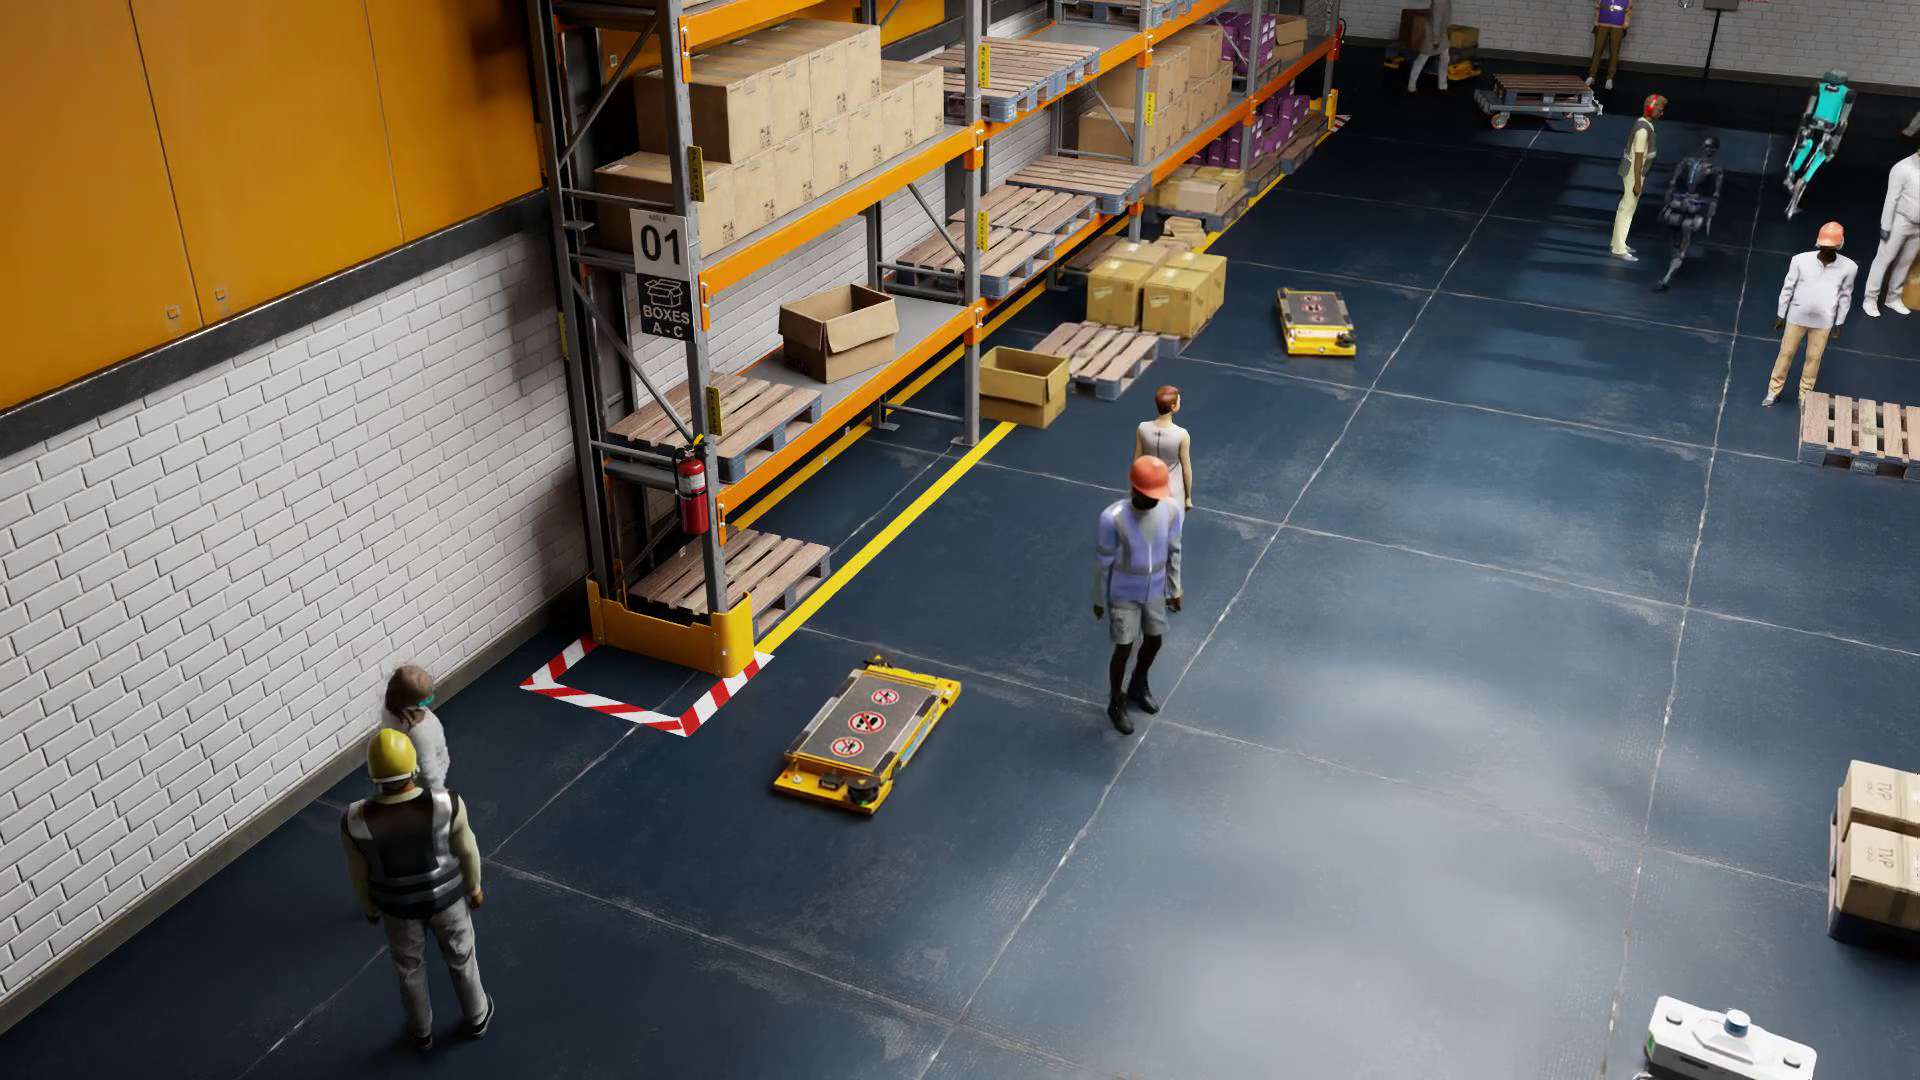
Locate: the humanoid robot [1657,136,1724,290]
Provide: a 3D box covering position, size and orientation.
[{"bbox_3d":[7.738,-3.501,17.798,0.738,1.619,0.610,-22,35,-35],"label":"humanoid robot"}]

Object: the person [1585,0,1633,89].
[{"bbox_3d":[10.127,-8.013,25.845,0.535,1.922,0.435,17,33,28],"label":"person"}]

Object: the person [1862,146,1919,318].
[{"bbox_3d":[9.702,-3.219,16.978,0.641,1.904,0.404,-5,29,-9],"label":"person"}]

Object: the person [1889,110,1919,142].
[{"bbox_3d":[13.505,-6.290,22.769,0.994,1.822,0.549,13,31,23],"label":"person"}]

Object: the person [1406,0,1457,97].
[{"bbox_3d":[7.306,-7.660,25.347,0.749,1.787,0.522,18,33,30],"label":"person"}]

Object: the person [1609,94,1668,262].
[{"bbox_3d":[7.554,-4.064,18.612,0.390,1.837,0.562,10,30,17],"label":"person"}]

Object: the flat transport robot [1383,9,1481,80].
[{"bbox_3d":[7.683,-7.728,27.058,0.659,0.231,1.431,-23,36,-36],"label":"flat transport robot"}]

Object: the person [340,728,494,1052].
[{"bbox_3d":[-2.585,1.673,7.975,0.585,1.837,0.403,-8,29,-14],"label":"person"}]

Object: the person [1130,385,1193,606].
[{"bbox_3d":[1.425,-0.314,11.844,0.461,1.656,0.269,11,30,20],"label":"person"}]

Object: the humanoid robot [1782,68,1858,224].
[{"bbox_3d":[10.118,-4.650,19.859,0.877,1.830,0.562,-23,36,-36],"label":"humanoid robot"}]

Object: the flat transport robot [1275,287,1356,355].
[{"bbox_3d":[3.586,-2.216,16.837,0.659,0.231,1.431,2,28,4],"label":"flat transport robot"}]

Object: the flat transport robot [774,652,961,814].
[{"bbox_3d":[-0.559,1.197,10.509,0.659,0.231,1.431,11,30,19],"label":"flat transport robot"}]

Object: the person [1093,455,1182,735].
[{"bbox_3d":[1.117,0.318,10.410,0.557,1.927,0.444,-12,30,-21],"label":"person"}]

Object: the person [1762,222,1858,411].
[{"bbox_3d":[7.602,-1.992,14.856,0.573,1.749,0.335,13,31,23],"label":"person"}]

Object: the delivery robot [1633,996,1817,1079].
[{"bbox_3d":[3.618,2.479,7.836,0.802,0.600,0.499,16,32,27],"label":"delivery robot"}]

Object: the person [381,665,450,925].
[{"bbox_3d":[-2.907,1.308,8.860,0.371,1.637,0.665,-20,34,-33],"label":"person"}]
